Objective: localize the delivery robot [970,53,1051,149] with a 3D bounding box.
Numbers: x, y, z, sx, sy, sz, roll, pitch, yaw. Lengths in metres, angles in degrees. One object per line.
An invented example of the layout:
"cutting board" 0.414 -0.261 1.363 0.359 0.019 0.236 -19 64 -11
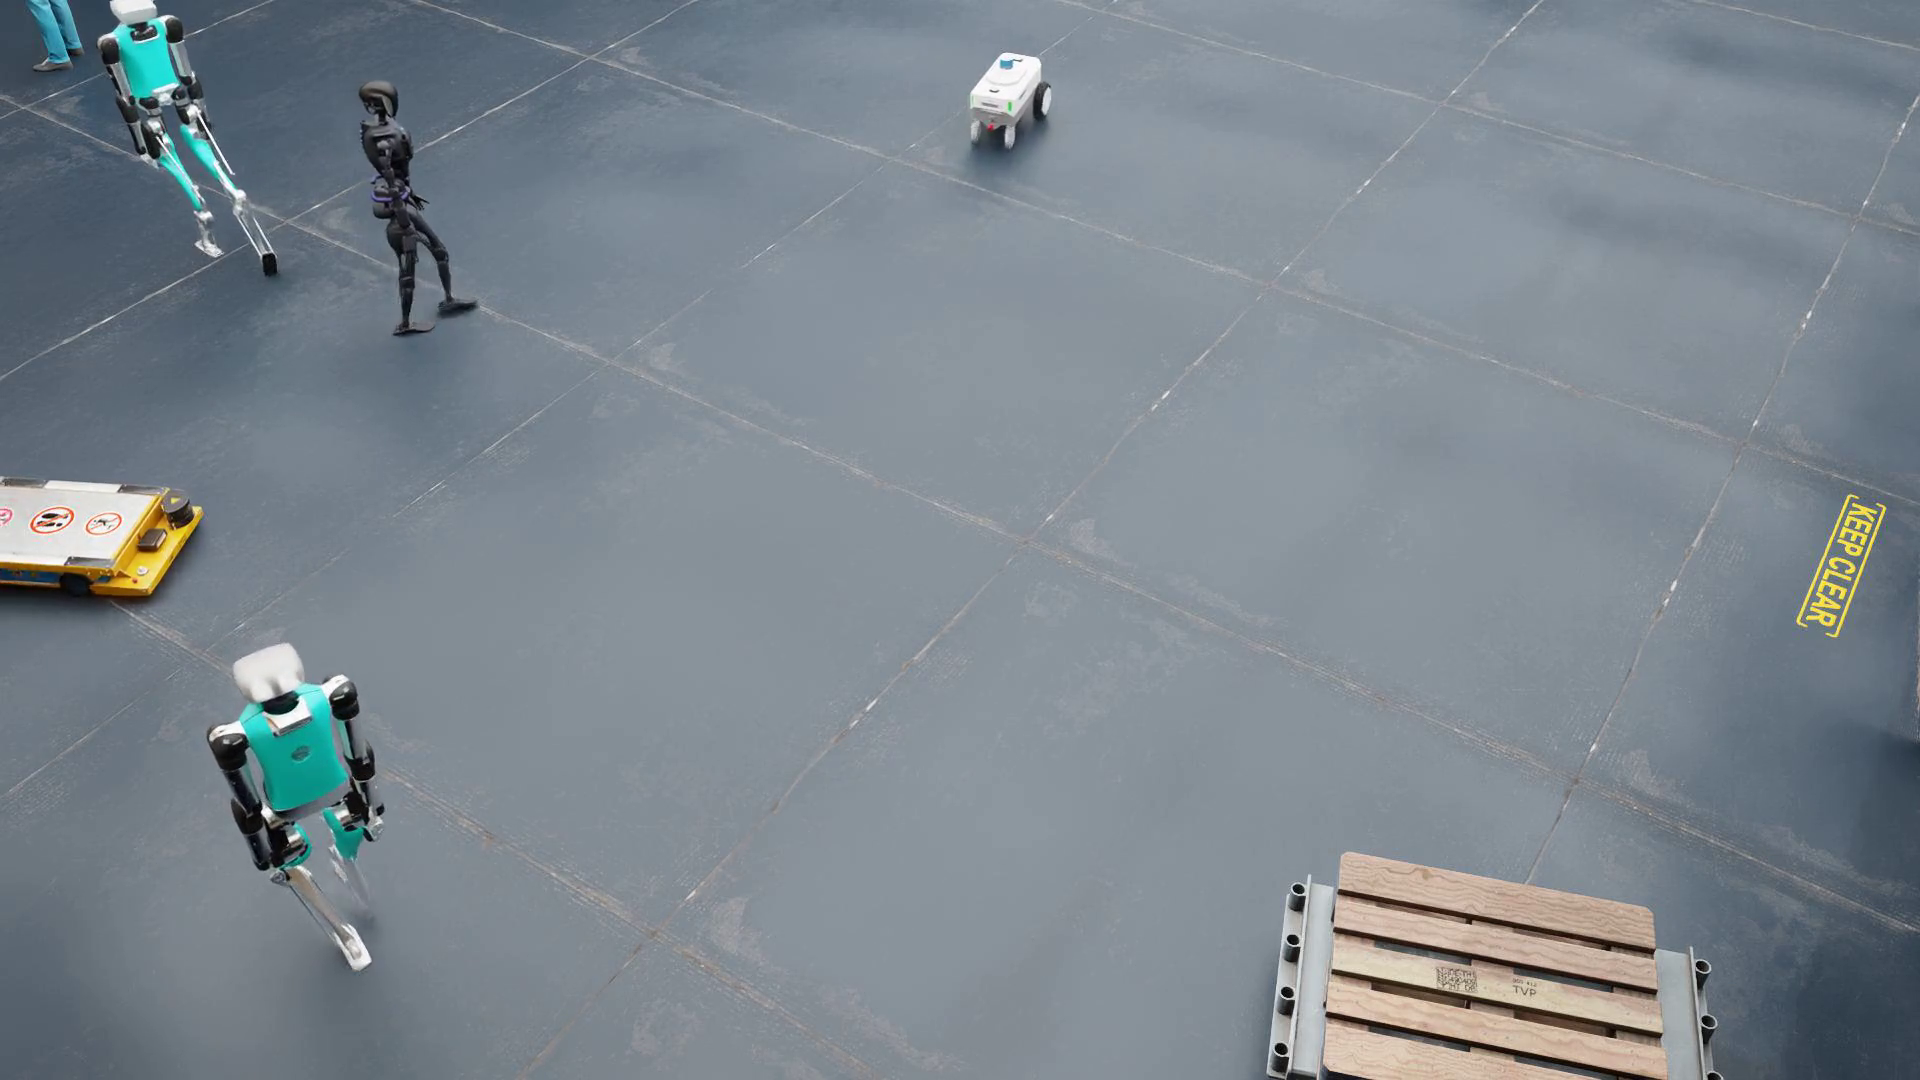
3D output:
"delivery robot" 0.341 -3.286 12.225 0.499 0.571 0.756 14 44 15

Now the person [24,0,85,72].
"person" -7.103 -4.471 12.599 0.390 1.846 0.565 1 42 2

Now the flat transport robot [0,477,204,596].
"flat transport robot" -4.850 -0.022 8.804 1.431 0.231 0.659 4 42 4

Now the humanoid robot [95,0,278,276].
"humanoid robot" -4.778 -2.459 10.453 0.910 1.798 0.549 29 49 29

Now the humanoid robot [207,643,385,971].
"humanoid robot" -2.563 1.073 6.559 0.560 1.896 0.659 -28 49 -28

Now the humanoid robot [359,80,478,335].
"humanoid robot" -3.292 -1.982 9.946 0.567 1.639 0.609 -9 43 -10
